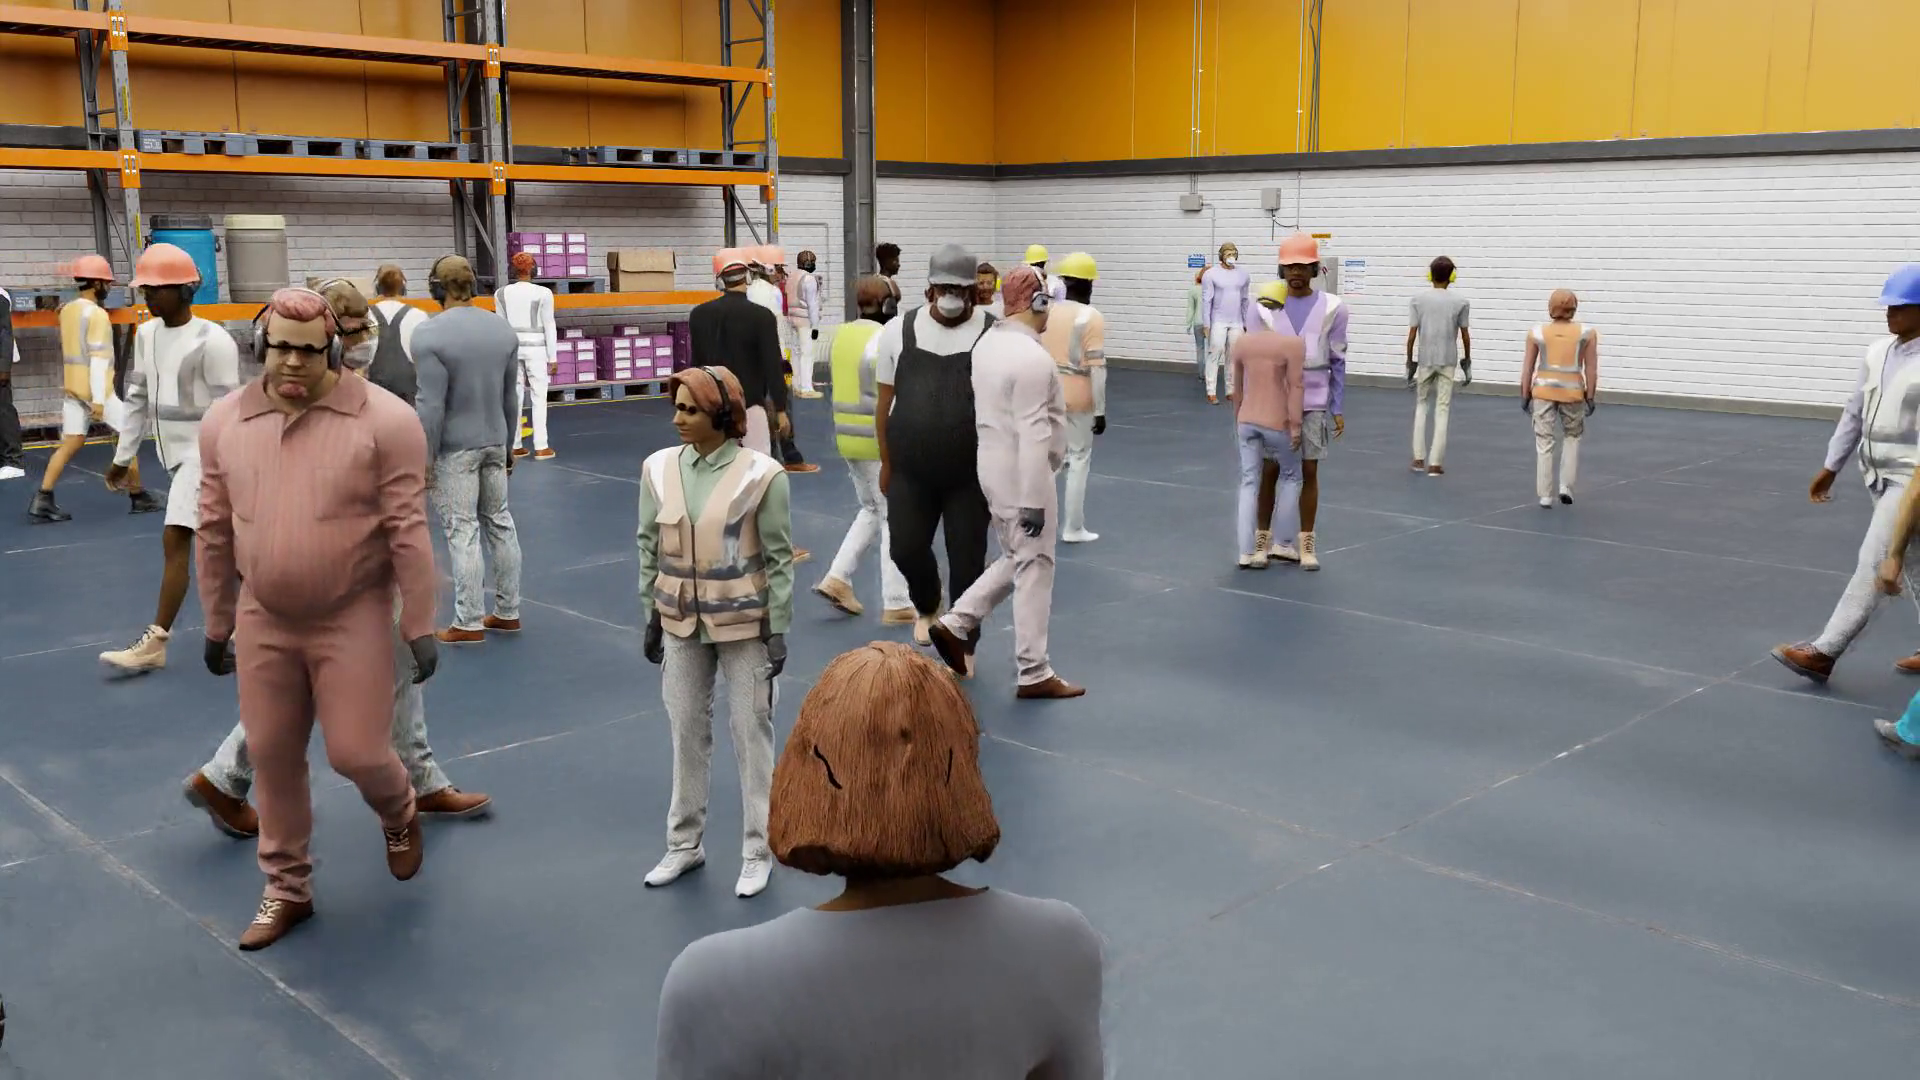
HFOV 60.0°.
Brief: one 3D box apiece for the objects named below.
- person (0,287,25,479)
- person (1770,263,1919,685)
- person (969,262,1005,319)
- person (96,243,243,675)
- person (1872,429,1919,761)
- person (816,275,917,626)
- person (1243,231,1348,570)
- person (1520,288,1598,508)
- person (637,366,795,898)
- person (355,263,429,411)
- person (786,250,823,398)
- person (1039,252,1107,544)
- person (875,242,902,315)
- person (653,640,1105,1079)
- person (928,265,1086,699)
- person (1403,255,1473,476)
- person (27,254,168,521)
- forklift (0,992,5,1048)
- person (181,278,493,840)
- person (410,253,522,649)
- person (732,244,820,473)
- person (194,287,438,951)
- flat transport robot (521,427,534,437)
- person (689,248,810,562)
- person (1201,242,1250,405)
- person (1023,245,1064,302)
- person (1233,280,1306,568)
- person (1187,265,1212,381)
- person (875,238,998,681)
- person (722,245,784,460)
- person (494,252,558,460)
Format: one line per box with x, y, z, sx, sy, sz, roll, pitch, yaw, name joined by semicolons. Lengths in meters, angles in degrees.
-8.094;-1.465;13.882;0.599;1.921;0.395;7;12;32;person
4.185;-0.286;7.499;1.020;1.889;0.613;-1;10;-4;person
0.217;-1.236;12.877;0.536;1.826;0.966;0;10;2;person
-3.672;-0.401;7.903;0.628;1.989;1.070;7;12;33;person
3.682;0.032;6.039;0.587;1.791;0.961;-1;10;-6;person
-0.455;-0.465;8.684;0.532;1.817;0.638;-7;13;-35;person
2.013;-0.823;10.027;0.615;2.040;0.389;2;11;9;person
4.453;-1.054;12.399;0.538;1.623;0.432;4;11;19;person
-0.747;0.282;5.113;0.515;1.636;0.315;4;11;19;person
-4.019;-1.048;11.836;0.522;1.829;0.524;-2;11;-11;person
-1.927;-2.688;20.787;0.430;1.836;0.619;-7;13;-34;person
0.706;-0.914;10.864;0.491;1.915;0.594;-9;14;-41;person
-0.622;-1.979;16.589;0.789;1.940;0.634;-2;11;-9;person
-0.097;0.899;1.869;0.513;1.586;0.851;-5;11;-24;person
0.206;-0.244;7.272;0.561;1.894;0.682;-4;11;-19;person
4.071;-1.482;14.144;0.552;1.859;0.566;5;11;23;person
-6.222;-1.074;11.829;0.544;1.900;0.943;7;12;32;person
-3.245;0.323;3.363;2.313;2.155;1.214;2;11;13;forklift
-2.130;0.084;5.525;0.914;1.904;0.638;-1;10;-3;person
-2.424;-0.435;8.197;0.355;1.936;0.633;6;12;30;person
-1.732;-1.531;14.162;0.955;1.961;0.614;-1;10;-8;person
-1.834;0.214;4.809;0.710;1.880;0.556;0;10;2;person
-4.748;-1.045;16.074;0.652;0.197;1.431;2;11;13;flat transport robot
-1.302;-0.836;10.408;0.842;1.953;0.418;4;11;21;person
3.191;-2.593;19.962;0.637;1.938;0.357;-4;11;-19;person
0.834;-2.214;17.947;0.584;1.919;0.382;7;12;32;person
1.914;-0.702;10.142;0.544;1.745;0.591;10;14;43;person
3.372;-2.972;22.903;0.520;1.627;0.533;4;11;20;person
-0.053;-0.380;7.617;0.696;2.000;0.608;2;11;9;person
-1.846;-1.647;14.809;0.553;1.935;0.362;-3;11;-18;person
-3.927;-1.665;15.091;0.575;1.876;0.340;2;11;13;person
